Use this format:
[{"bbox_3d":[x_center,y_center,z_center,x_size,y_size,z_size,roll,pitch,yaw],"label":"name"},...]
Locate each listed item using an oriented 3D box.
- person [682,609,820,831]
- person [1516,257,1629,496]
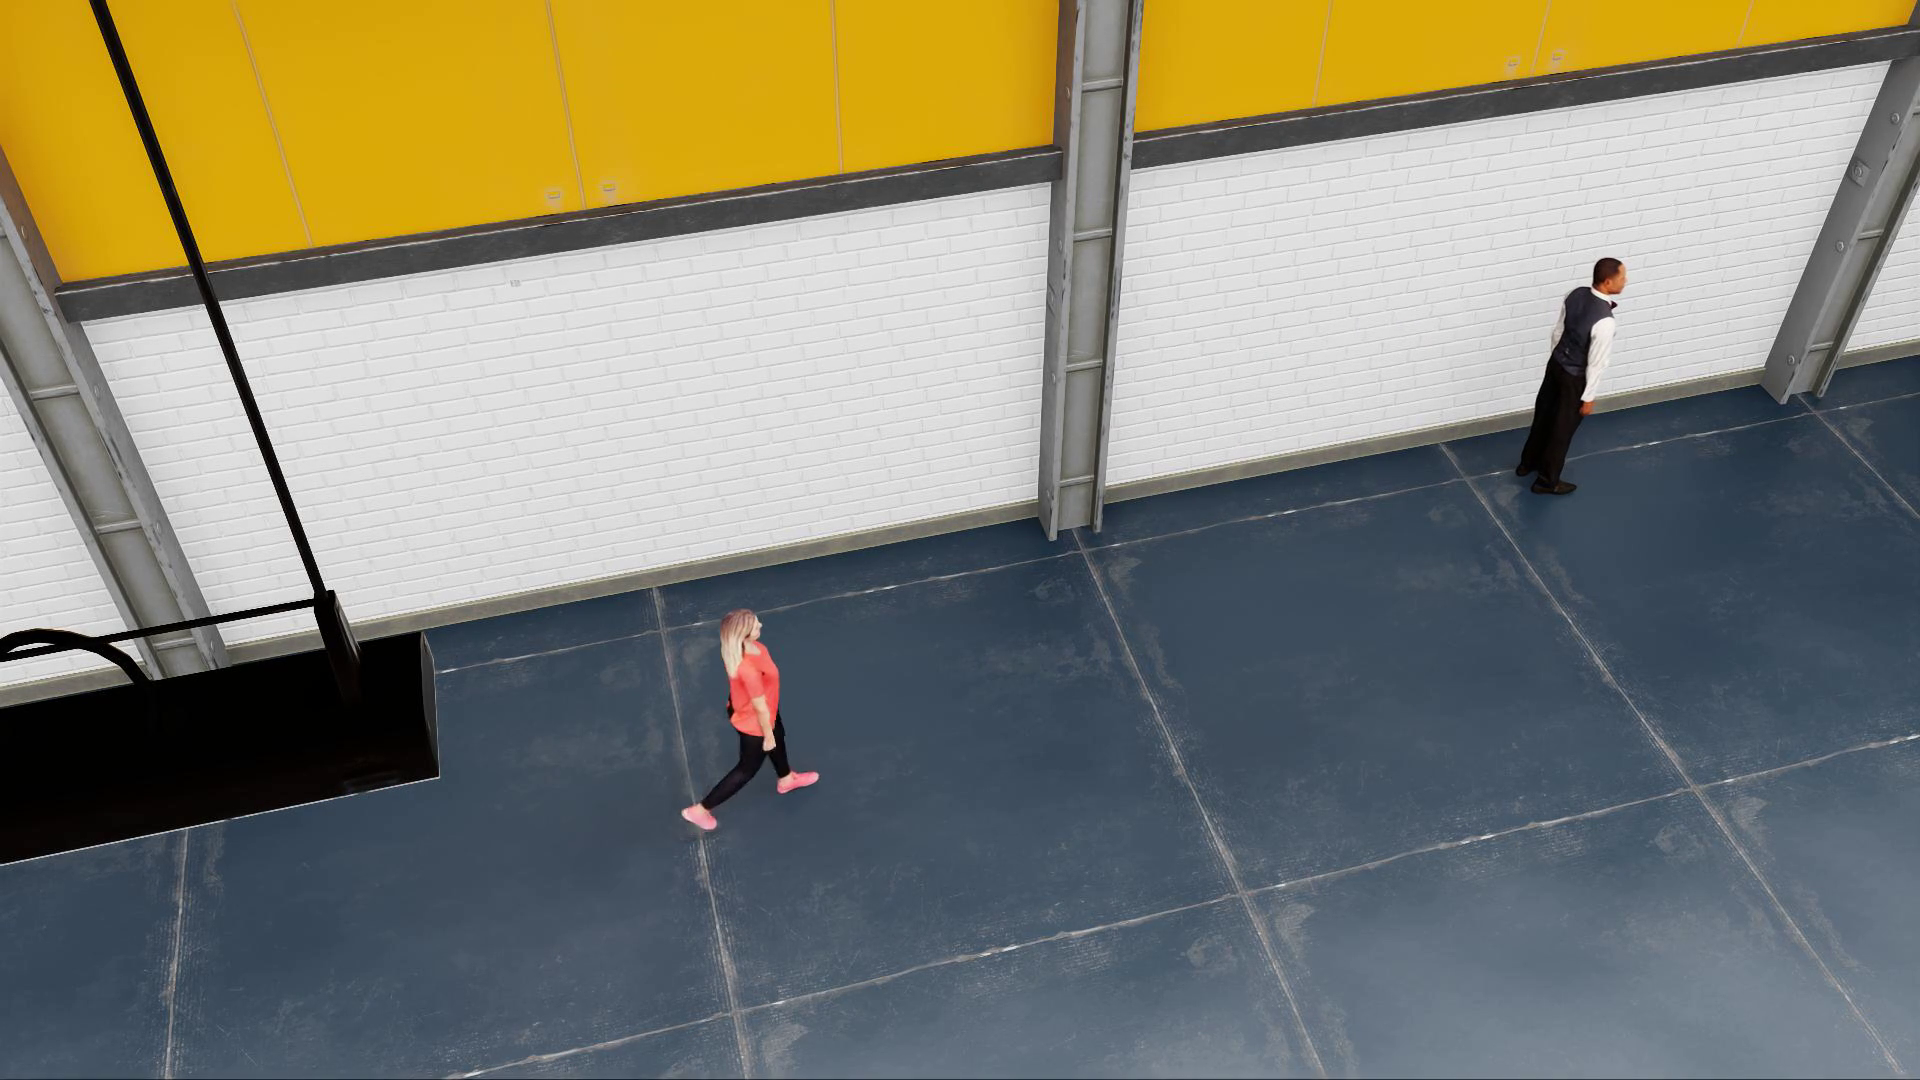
[{"bbox_3d":[-1.284,1.051,9.607,1.139,1.668,0.715,-16,46,-16],"label":"person"},{"bbox_3d":[4.322,-1.161,11.748,0.554,1.917,0.677,-11,45,-11],"label":"person"}]
